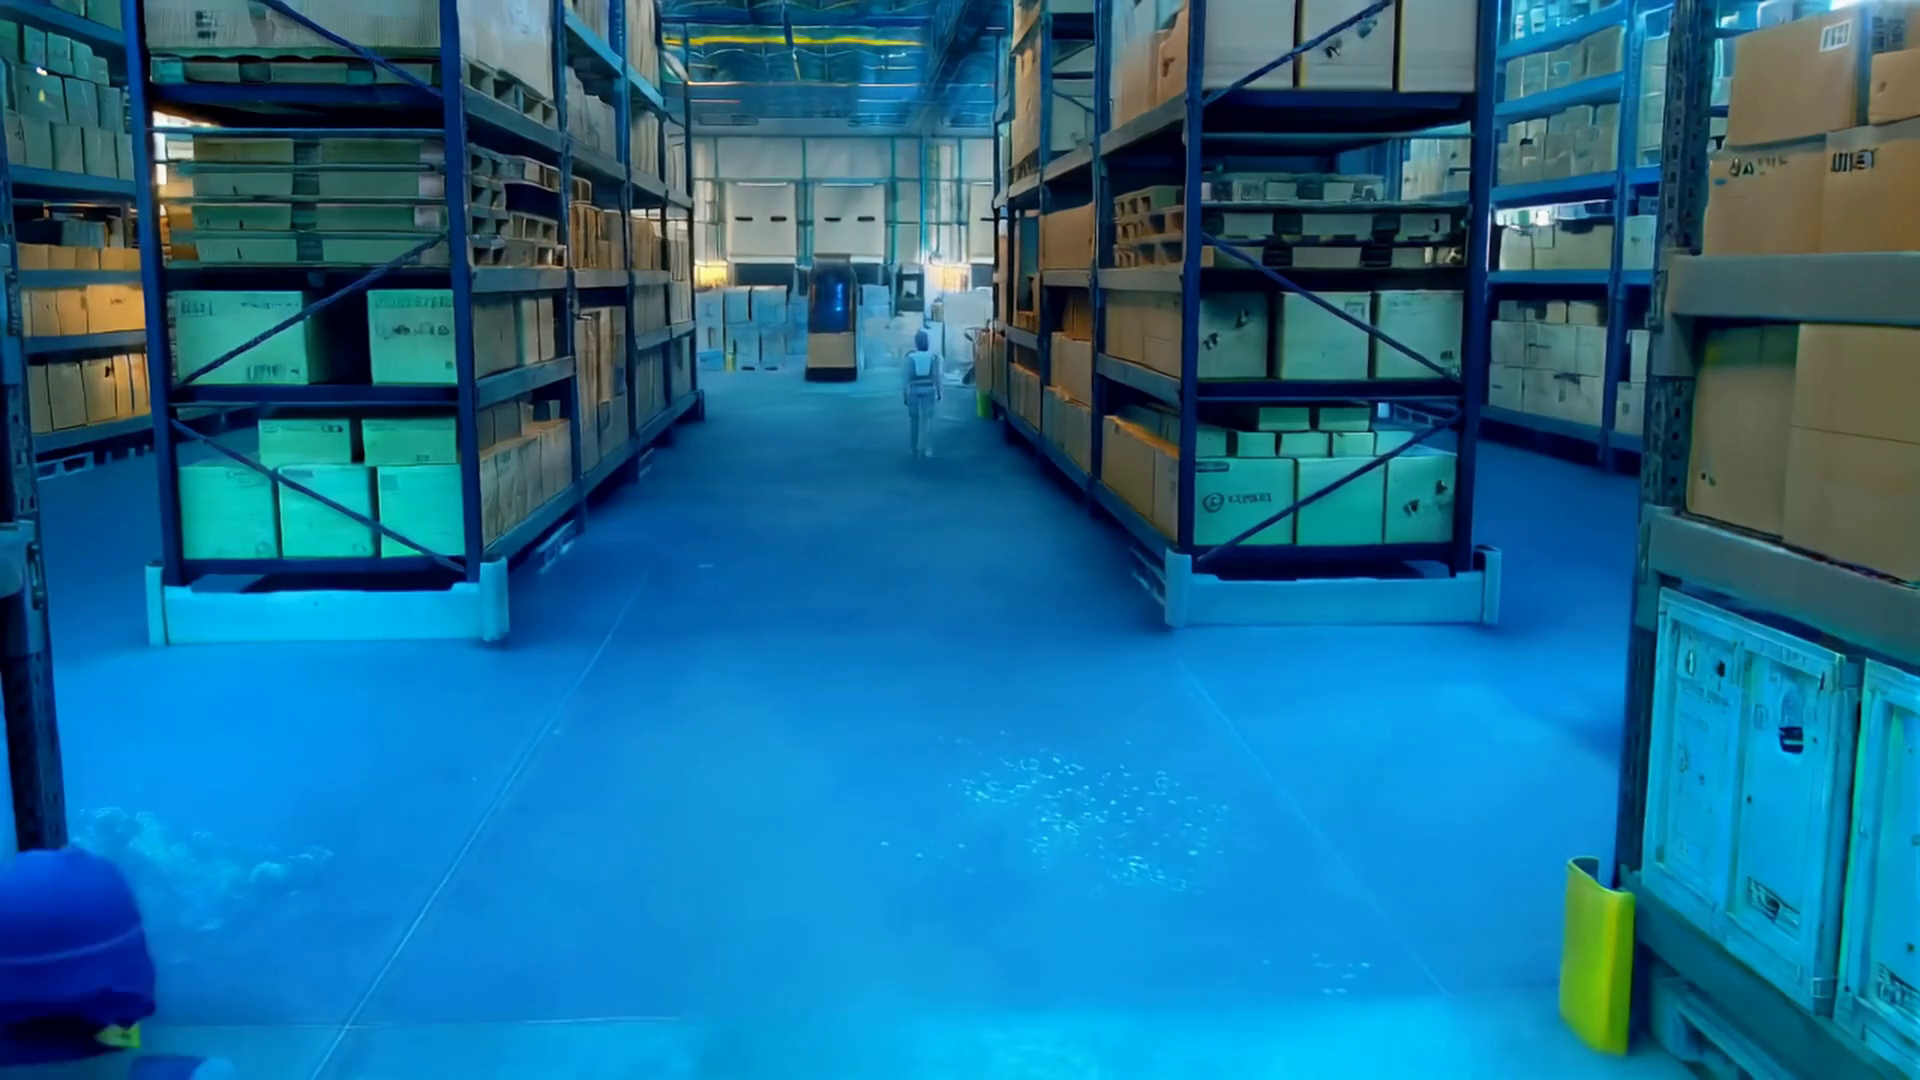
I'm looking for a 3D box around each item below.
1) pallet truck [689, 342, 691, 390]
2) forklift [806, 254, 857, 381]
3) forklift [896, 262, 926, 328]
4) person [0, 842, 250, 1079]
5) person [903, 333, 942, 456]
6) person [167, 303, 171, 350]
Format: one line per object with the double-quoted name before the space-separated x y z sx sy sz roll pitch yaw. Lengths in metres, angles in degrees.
"pallet truck" -5.225 -3.008 27.480 1.885 1.965 0.823 2 9 14
"forklift" -2.870 -4.978 37.089 1.129 2.768 1.873 -1 9 -4
"forklift" -1.780 -8.547 59.499 1.129 2.768 1.873 -1 9 -4
"person" -1.203 1.207 2.261 0.508 1.599 0.685 -3 9 -16
"person" -0.485 -1.909 21.844 0.531 1.599 0.855 -1 9 -8
"person" -24.146 -6.594 50.282 0.600 1.909 0.438 9 12 43
